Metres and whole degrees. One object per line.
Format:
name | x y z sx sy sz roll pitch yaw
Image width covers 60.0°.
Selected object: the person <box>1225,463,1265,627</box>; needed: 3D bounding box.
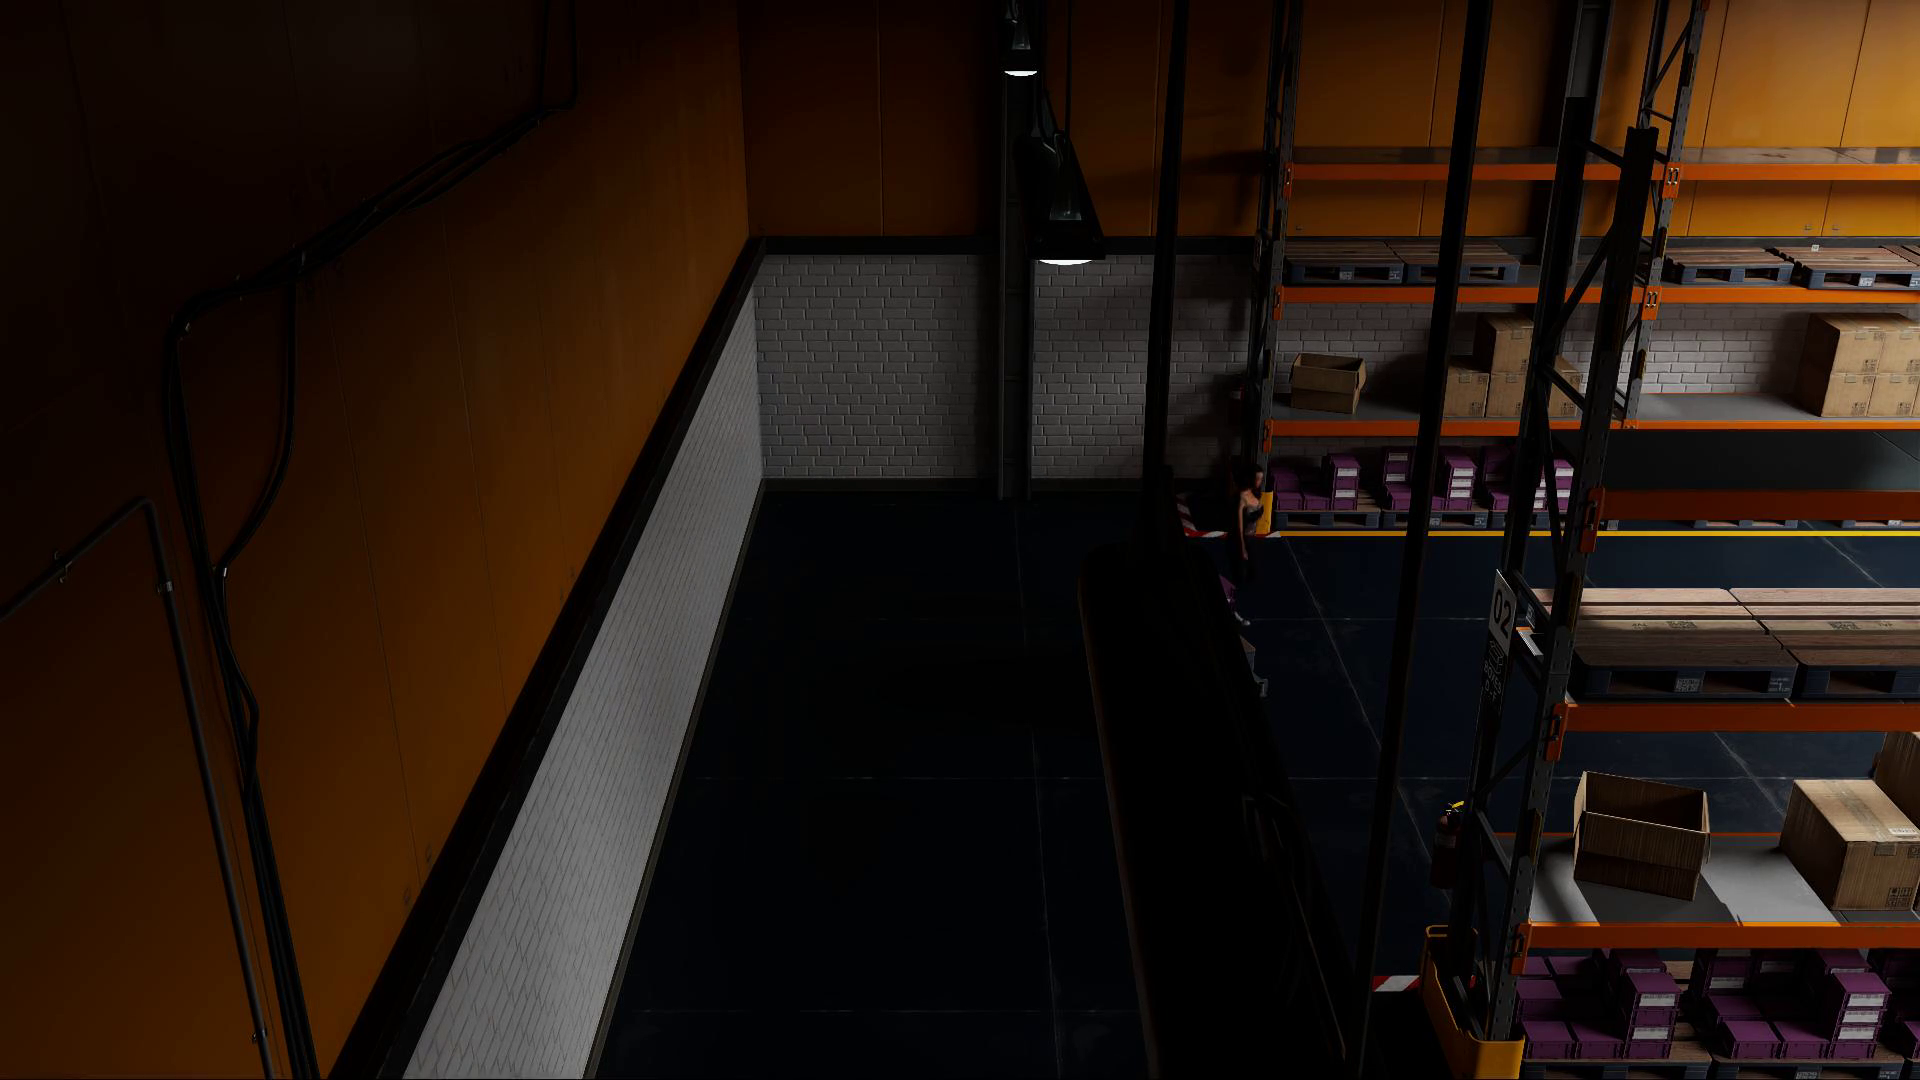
person | 2.630 0.055 16.174 0.865 1.741 0.793 12 26 26
